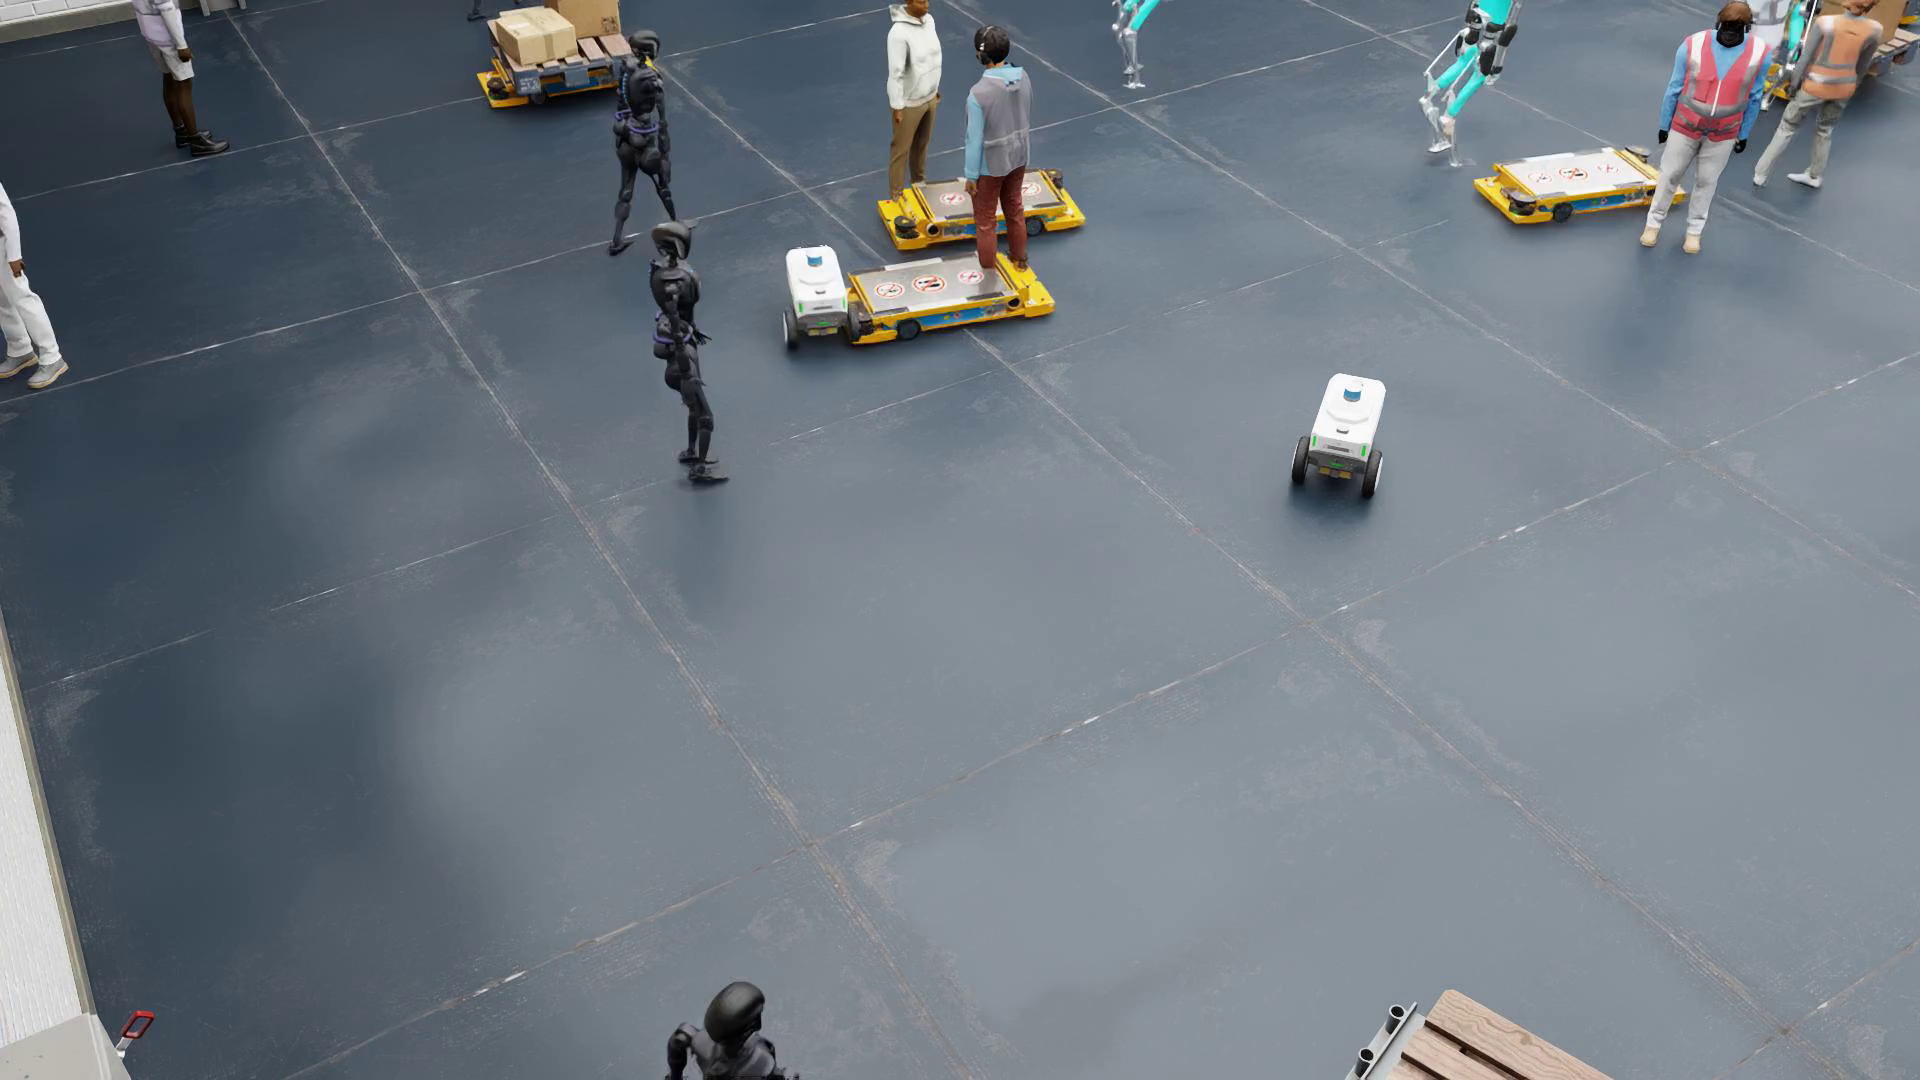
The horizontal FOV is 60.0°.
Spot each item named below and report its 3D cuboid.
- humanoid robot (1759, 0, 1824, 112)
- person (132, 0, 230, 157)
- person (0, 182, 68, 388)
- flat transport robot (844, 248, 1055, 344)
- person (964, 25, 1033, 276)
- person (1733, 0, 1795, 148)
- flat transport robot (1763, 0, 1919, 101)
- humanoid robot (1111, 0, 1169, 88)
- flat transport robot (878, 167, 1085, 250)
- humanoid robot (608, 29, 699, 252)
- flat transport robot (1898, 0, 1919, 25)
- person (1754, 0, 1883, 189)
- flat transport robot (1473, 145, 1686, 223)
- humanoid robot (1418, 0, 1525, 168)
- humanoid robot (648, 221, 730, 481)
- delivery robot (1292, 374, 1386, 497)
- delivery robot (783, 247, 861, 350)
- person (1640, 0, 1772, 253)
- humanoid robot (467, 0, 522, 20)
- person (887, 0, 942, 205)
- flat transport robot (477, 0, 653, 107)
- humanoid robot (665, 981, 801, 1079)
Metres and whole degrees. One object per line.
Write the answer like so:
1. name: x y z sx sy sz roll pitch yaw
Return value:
1. humanoid robot: 6.723 -4.227 13.512 0.542 1.887 0.673 10 39 12
2. person: -6.159 -3.954 12.941 0.371 1.933 0.548 -31 48 -33
3. person: -6.038 -1.822 10.291 0.582 1.883 0.349 16 41 19
4. flat transport robot: -0.130 -1.678 11.409 1.431 0.231 0.659 -11 40 -14
5. person: 0.257 -2.522 11.186 0.537 1.873 0.413 -30 47 -32
6. person: 6.238 -3.920 13.101 0.400 1.682 0.520 24 44 27
7. flat transport robot: 7.469 -4.162 14.543 1.431 0.231 0.659 -24 44 -28
8. humanoid robot: 1.508 -4.740 14.113 0.817 1.797 0.542 -21 43 -25
9. flat transport robot: 0.155 -2.475 12.415 1.431 0.231 0.659 -10 39 -12
10. humanoid robot: -2.255 -2.841 11.786 0.750 1.616 0.636 -29 47 -31
11. flat transport robot: 8.146 -4.976 15.571 1.431 0.231 0.659 -9 39 -11
12. person: 6.480 -3.383 12.476 0.558 1.614 0.338 4 39 5
13. flat transport robot: 4.737 -2.715 12.718 1.431 0.231 0.659 -9 39 -12
14. humanoid robot: 3.844 -3.681 12.760 0.743 1.800 0.539 -13 40 -16
15. humanoid robot: -1.564 -1.103 9.552 0.354 1.654 0.604 -2 38 -3
16. delivery robot: 2.290 -0.640 9.884 0.499 0.614 0.808 13 40 15
17. delivery robot: -0.954 -1.636 11.137 0.499 0.608 0.799 -7 39 -9
18. person: 5.232 -2.894 11.691 0.628 1.836 0.431 13 40 15
19. humanoid robot: -4.358 -5.681 15.352 0.755 1.625 0.616 -24 44 -27
20. person: -0.352 -3.211 12.136 0.364 1.766 0.531 24 44 27
21. flat transport robot: -3.407 -4.050 14.401 1.431 0.231 0.659 -15 41 -18
22. humanoid robot: -0.738 2.054 5.572 0.585 1.646 0.366 16 41 19
